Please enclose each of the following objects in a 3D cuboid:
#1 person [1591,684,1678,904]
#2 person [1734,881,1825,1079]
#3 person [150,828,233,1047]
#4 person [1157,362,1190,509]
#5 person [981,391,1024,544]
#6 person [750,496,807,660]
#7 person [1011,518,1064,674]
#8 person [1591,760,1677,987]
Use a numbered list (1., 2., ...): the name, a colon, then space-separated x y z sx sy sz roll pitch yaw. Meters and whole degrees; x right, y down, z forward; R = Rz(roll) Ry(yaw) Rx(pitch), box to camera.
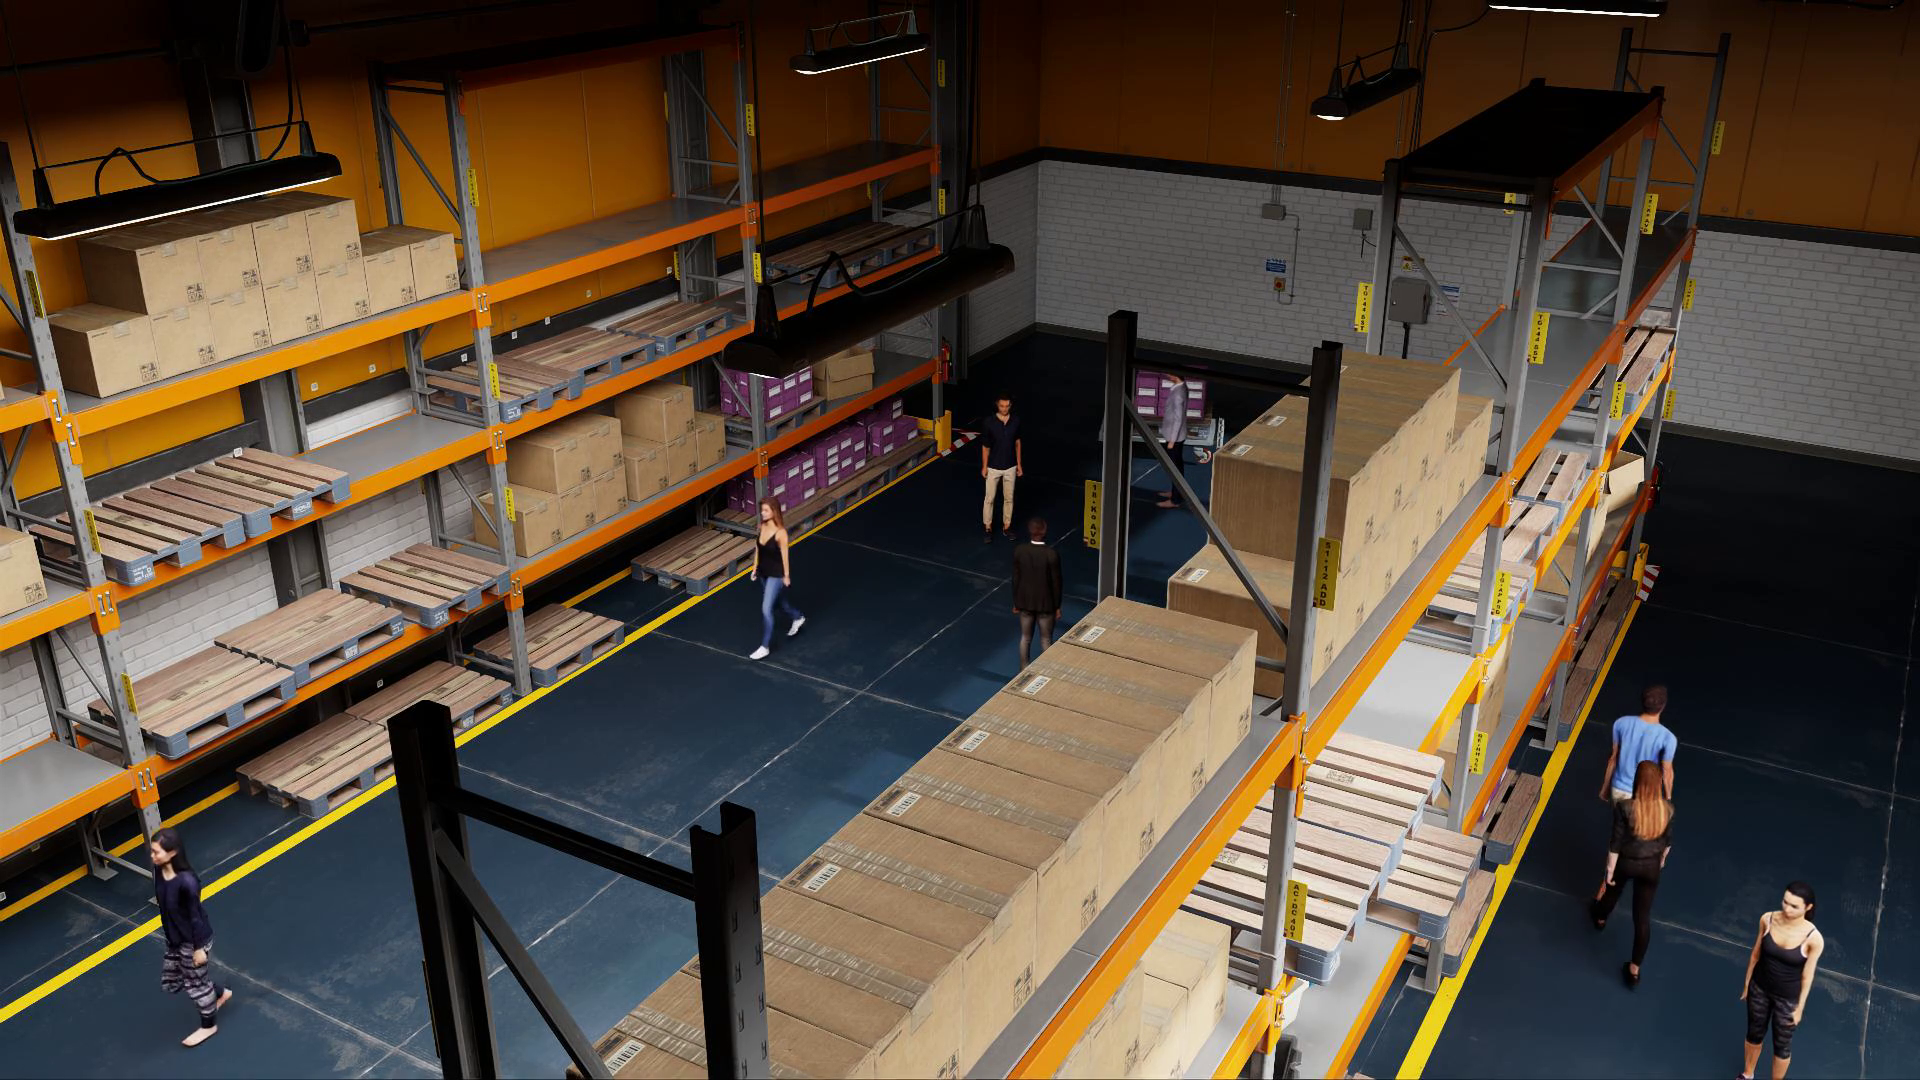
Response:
1. person: 5.219 2.032 12.988 1.312 1.812 0.903 -20 31 -38
2. person: 5.378 2.978 10.932 0.629 1.724 0.627 -19 30 -37
3. person: -5.308 2.700 11.564 0.644 1.728 0.675 16 29 33
4. person: 2.678 -1.319 20.611 0.804 1.847 0.635 5 24 11
5. person: 0.483 -0.877 19.595 0.702 1.850 0.757 -6 24 -13
6. person: -1.862 0.331 17.037 1.145 1.685 0.792 -20 31 -38
7. person: 0.751 0.627 16.216 0.690 1.801 0.611 9 25 20
8. person: 4.976 2.468 12.177 0.913 1.663 1.232 4 24 9
